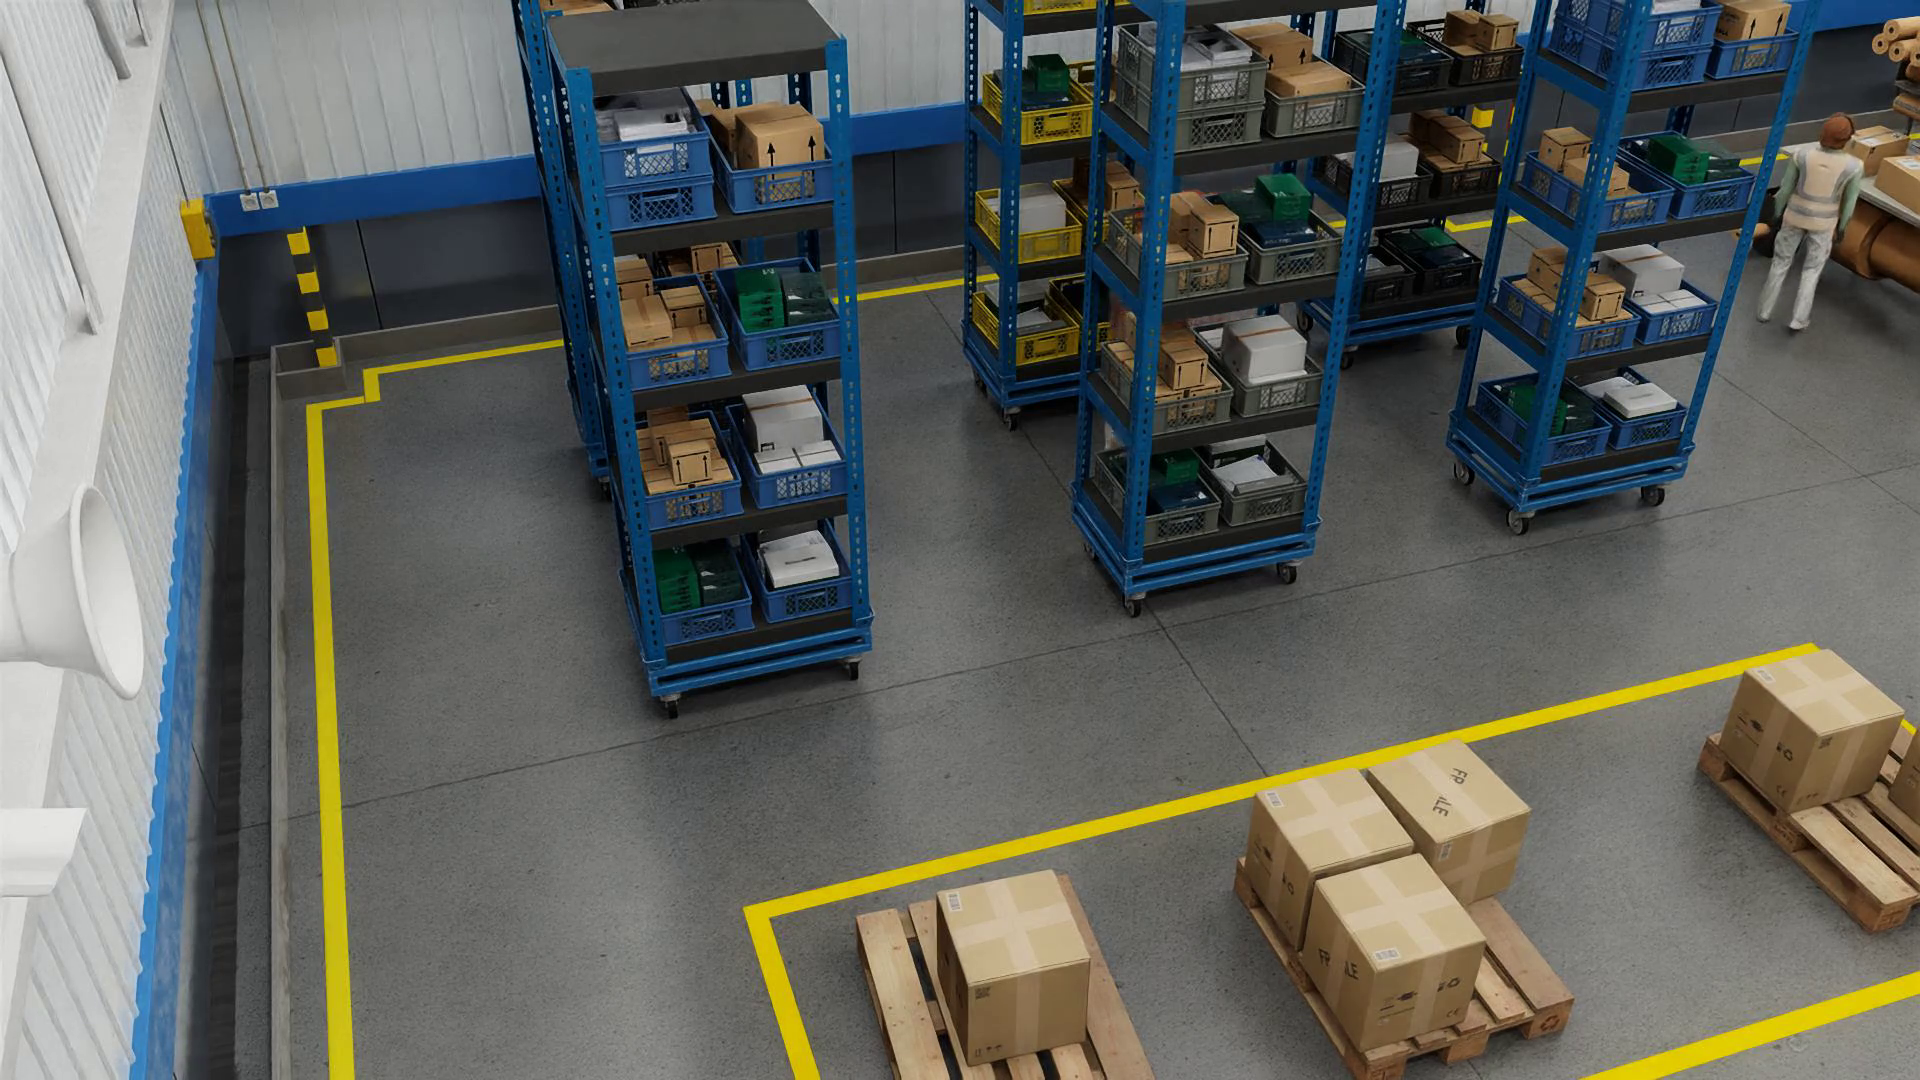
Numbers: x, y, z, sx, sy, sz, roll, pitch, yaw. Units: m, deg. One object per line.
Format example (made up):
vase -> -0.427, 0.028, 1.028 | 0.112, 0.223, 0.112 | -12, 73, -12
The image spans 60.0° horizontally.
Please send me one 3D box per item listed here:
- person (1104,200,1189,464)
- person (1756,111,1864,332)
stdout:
person -> 1.183, -1.205, 10.277 | 0.615, 1.959, 0.852 | 25, 42, 31
person -> 6.197, -2.312, 12.132 | 0.522, 1.637, 0.309 | 21, 40, 27
